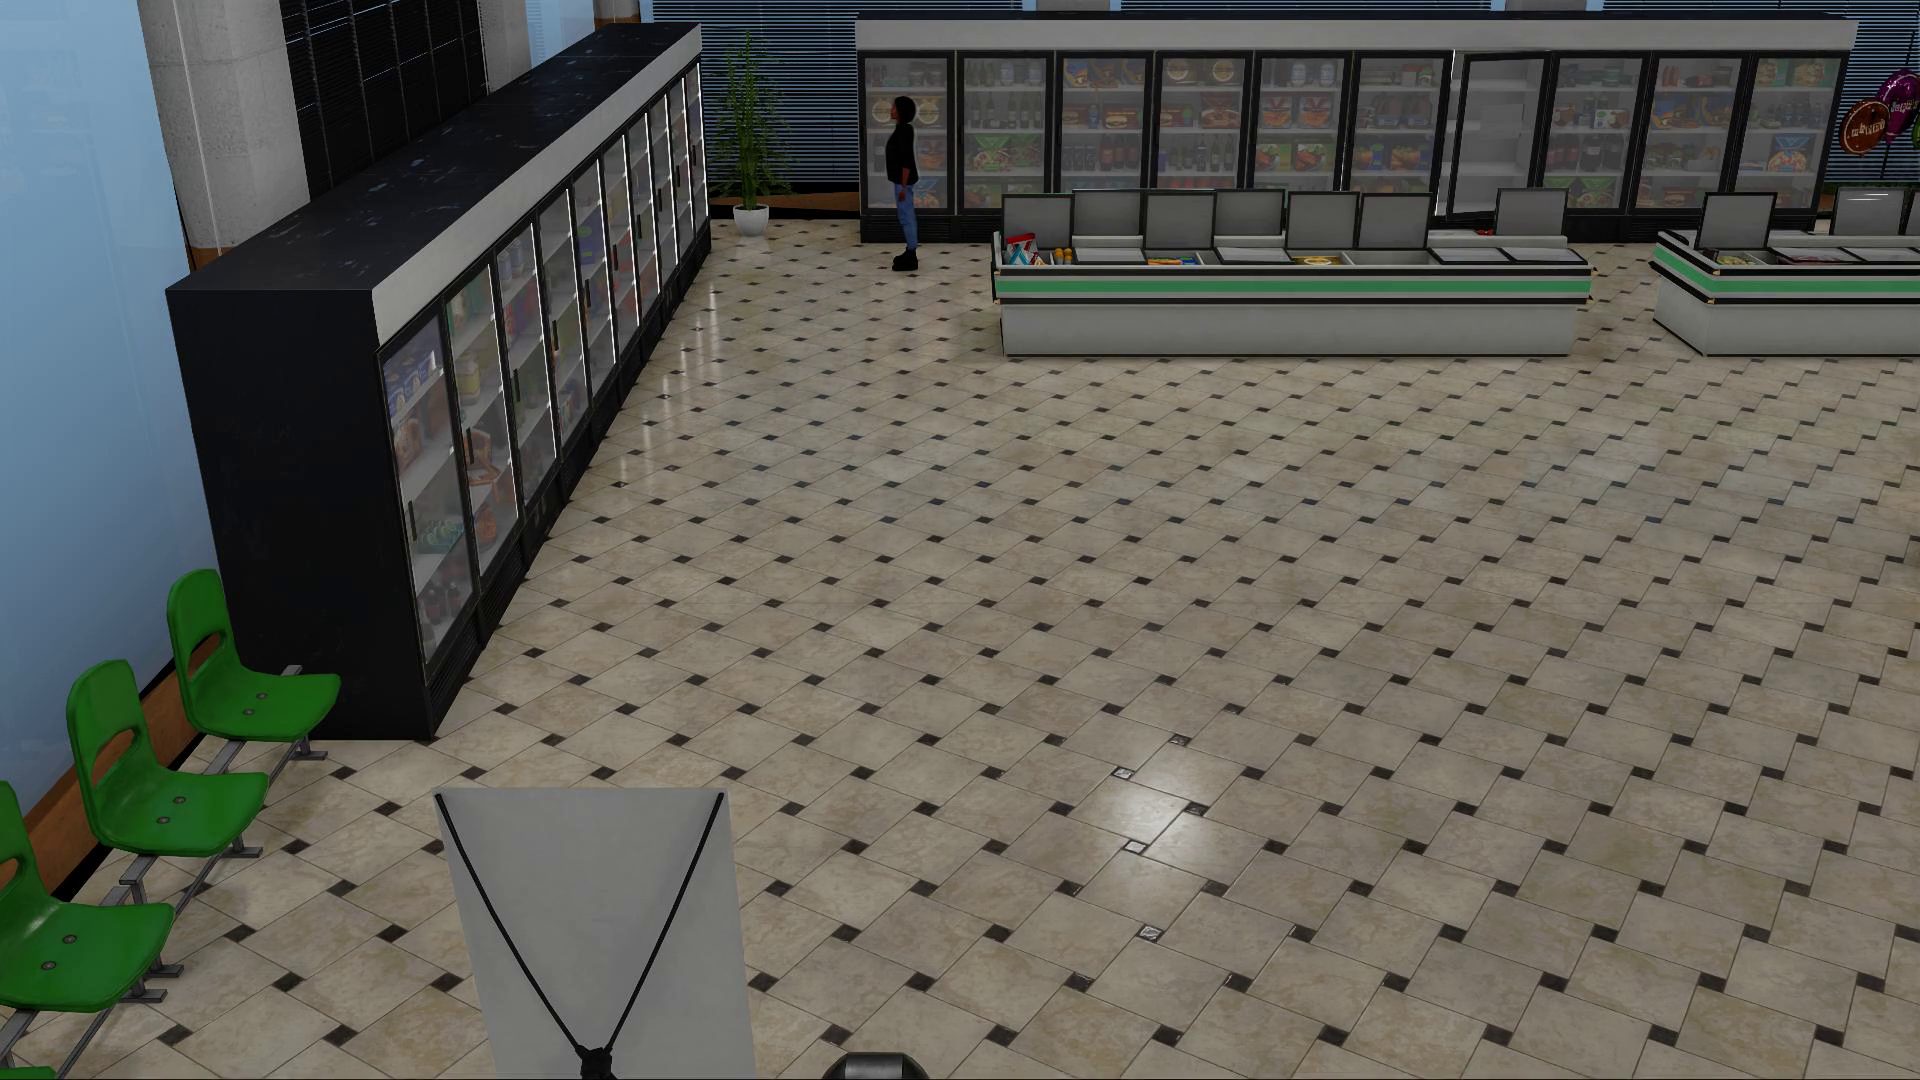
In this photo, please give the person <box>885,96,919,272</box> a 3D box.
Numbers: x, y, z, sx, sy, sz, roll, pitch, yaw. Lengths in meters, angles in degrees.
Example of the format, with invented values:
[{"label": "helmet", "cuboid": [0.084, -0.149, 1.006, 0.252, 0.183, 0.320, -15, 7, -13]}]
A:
[{"label": "person", "cuboid": [-0.549, -3.547, 16.548, 0.532, 1.701, 0.571, 1, 24, 2]}]
